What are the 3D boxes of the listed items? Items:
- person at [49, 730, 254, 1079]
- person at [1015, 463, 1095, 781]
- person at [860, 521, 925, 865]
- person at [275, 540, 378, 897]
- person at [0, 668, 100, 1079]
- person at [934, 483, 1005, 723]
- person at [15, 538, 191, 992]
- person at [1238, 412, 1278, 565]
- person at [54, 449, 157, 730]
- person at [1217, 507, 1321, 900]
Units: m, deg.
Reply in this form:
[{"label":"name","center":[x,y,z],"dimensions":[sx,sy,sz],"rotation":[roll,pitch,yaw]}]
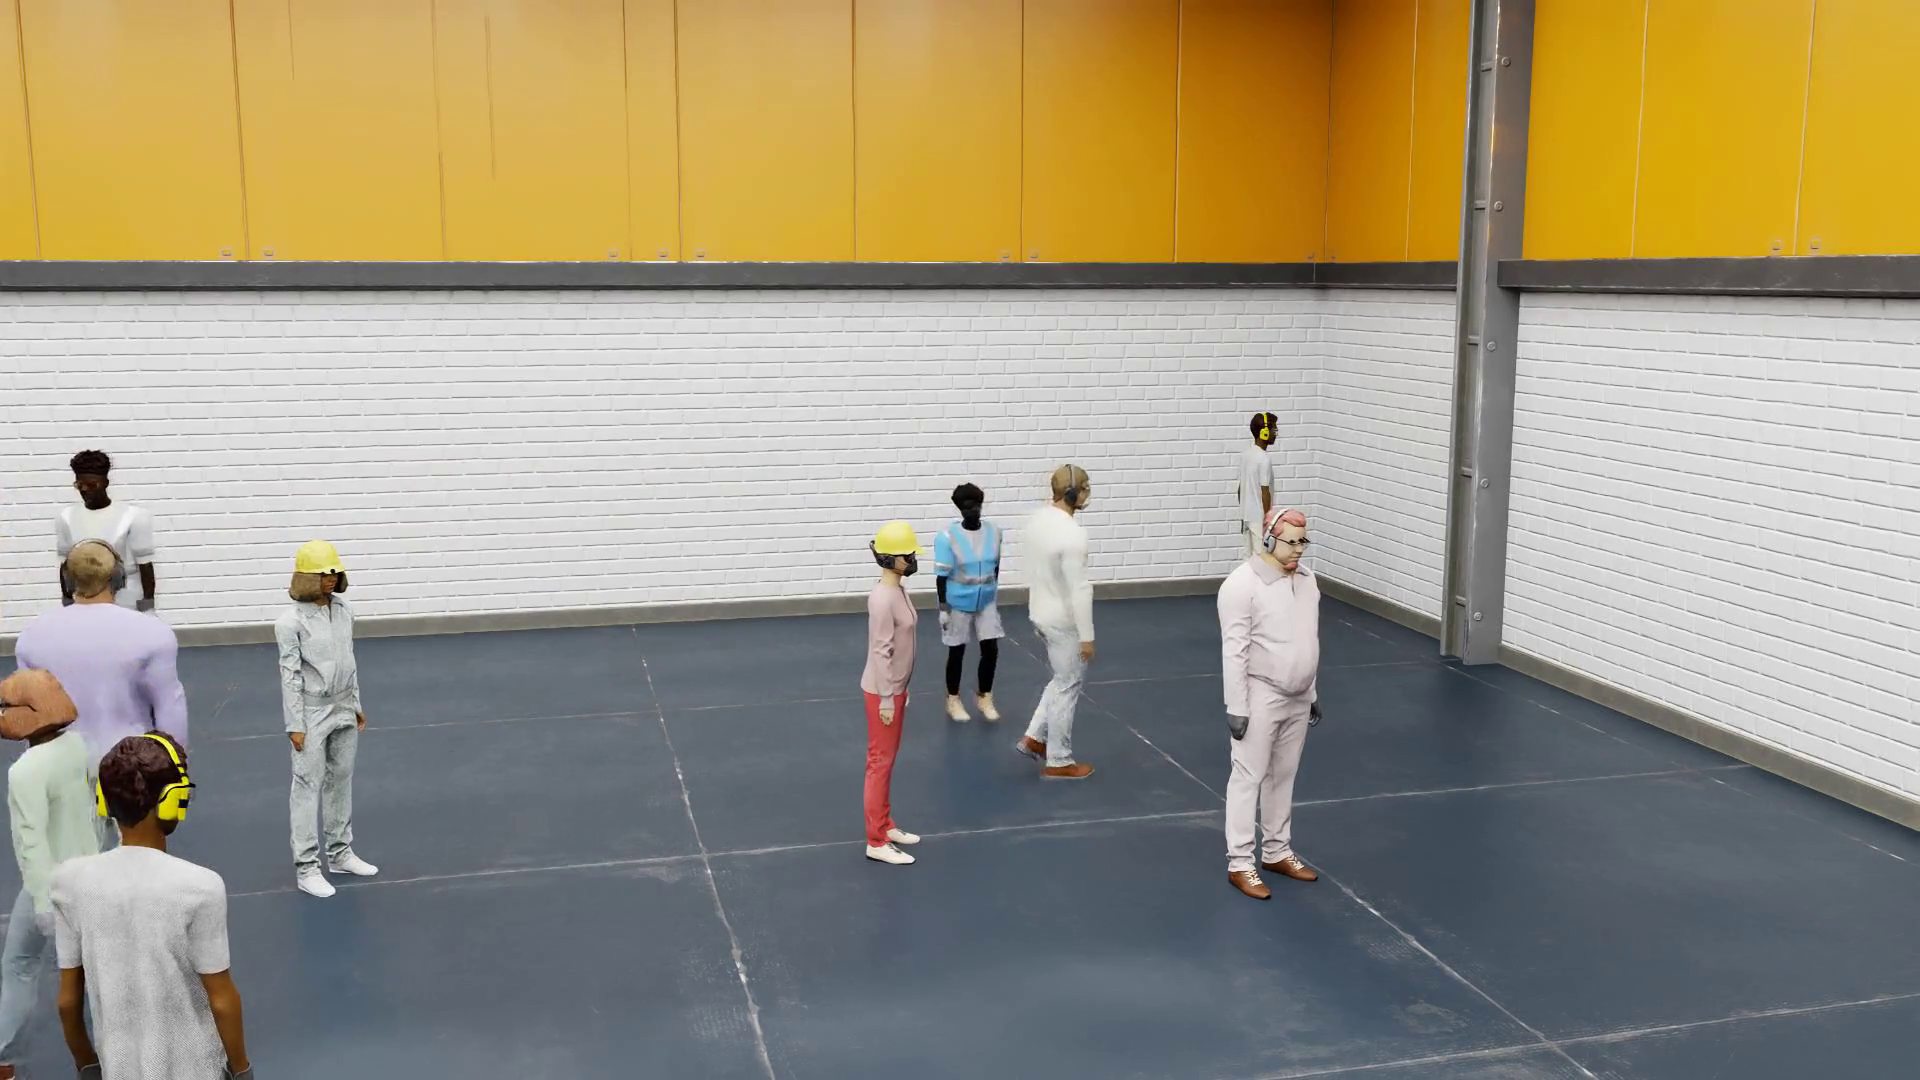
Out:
[{"label":"person","center":[-2.074,1.414,4.348],"dimensions":[0.521,1.865,0.328],"rotation":[1,9,8]},{"label":"person","center":[0.629,0.496,9.902],"dimensions":[0.437,1.918,0.648],"rotation":[-3,10,-17]},{"label":"person","center":[-0.342,0.776,8.633],"dimensions":[0.330,1.769,0.526],"rotation":[1,9,7]},{"label":"person","center":[-3.112,0.859,8.183],"dimensions":[0.296,1.743,0.492],"rotation":[3,10,20]},{"label":"person","center":[-3.343,1.254,6.192],"dimensions":[0.866,1.592,0.520],"rotation":[0,9,-1]},{"label":"person","center":[0.035,0.425,11.111],"dimensions":[0.548,1.658,0.506],"rotation":[-4,10,-25]},{"label":"person","center":[-3.572,0.952,6.998],"dimensions":[0.657,1.938,0.386],"rotation":[-1,9,-4]},{"label":"person","center":[2.524,-0.151,14.102],"dimensions":[0.309,1.868,0.535],"rotation":[-2,9,-14]},{"label":"person","center":[-5.358,0.395,10.451],"dimensions":[0.610,1.954,0.411],"rotation":[0,9,0]},{"label":"person","center":[1.553,0.783,8.172],"dimensions":[0.639,1.903,0.409],"rotation":[-8,12,-39]}]
